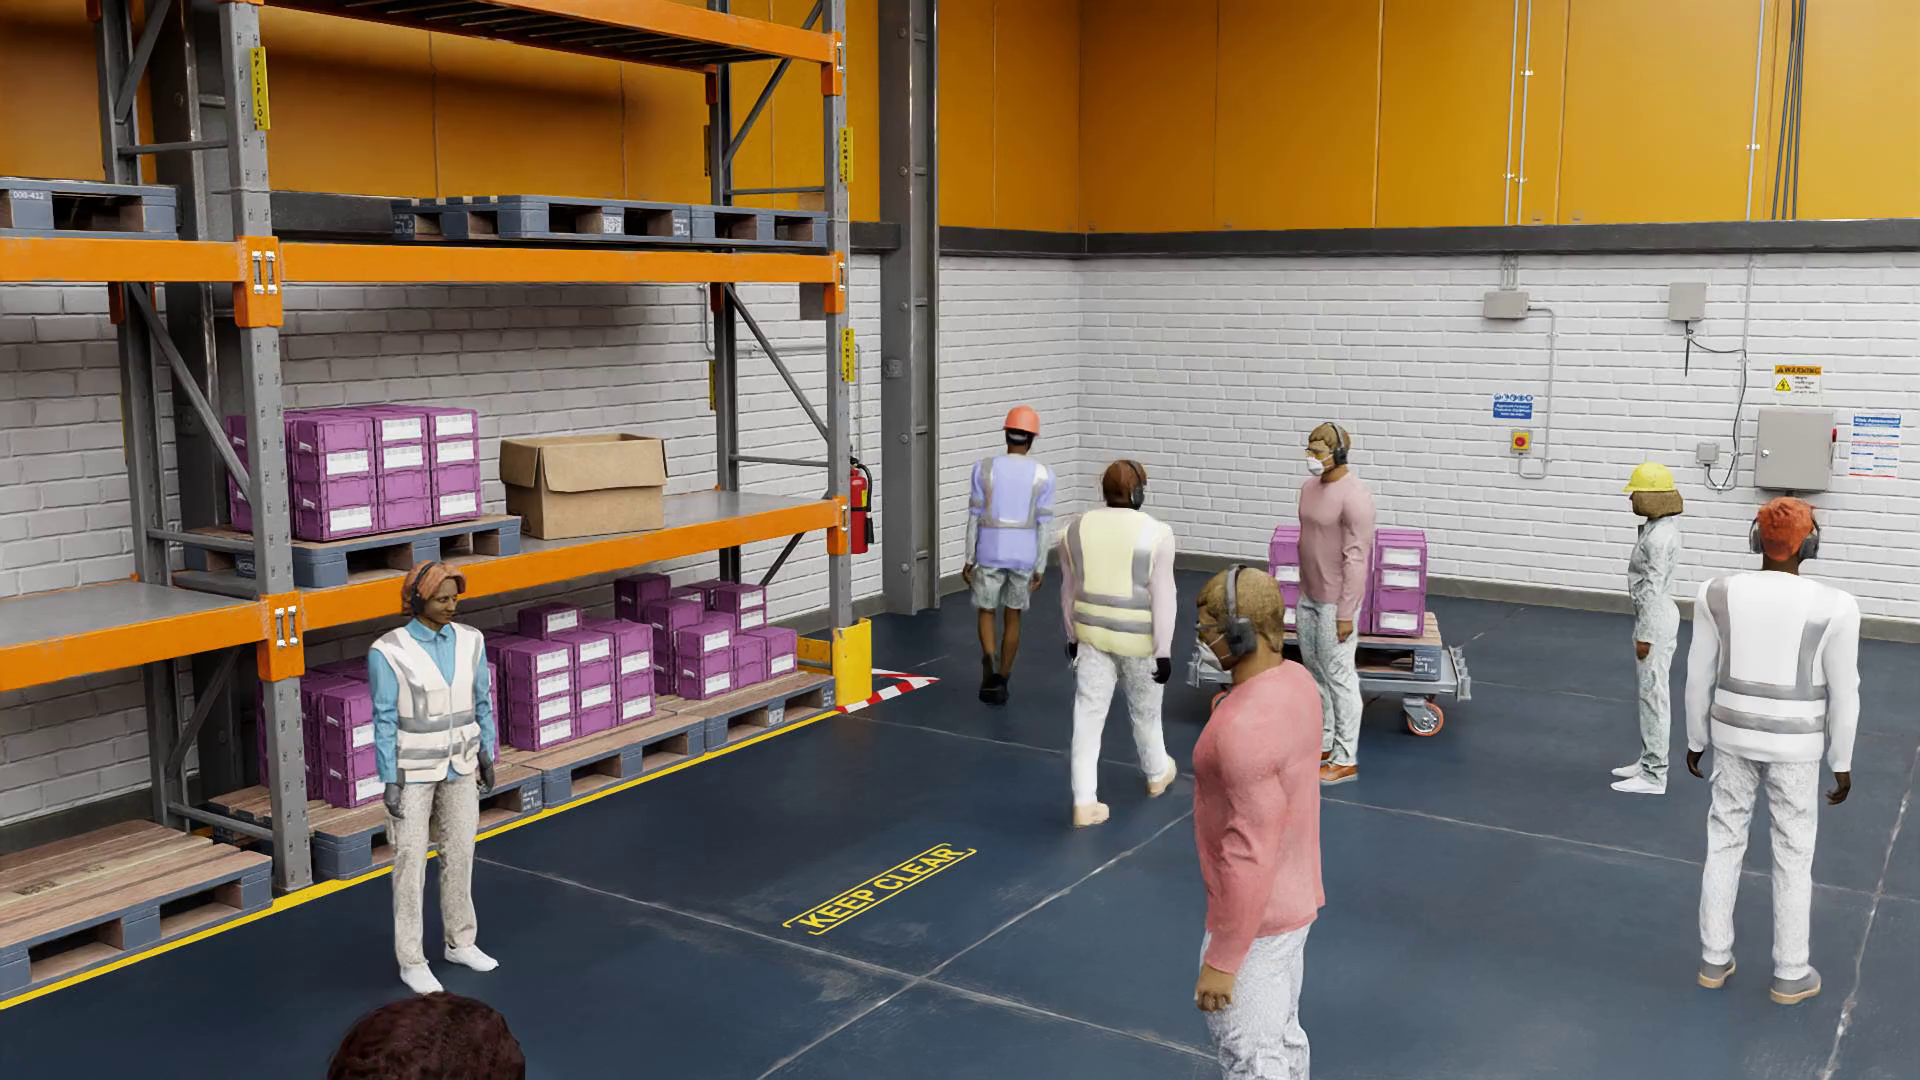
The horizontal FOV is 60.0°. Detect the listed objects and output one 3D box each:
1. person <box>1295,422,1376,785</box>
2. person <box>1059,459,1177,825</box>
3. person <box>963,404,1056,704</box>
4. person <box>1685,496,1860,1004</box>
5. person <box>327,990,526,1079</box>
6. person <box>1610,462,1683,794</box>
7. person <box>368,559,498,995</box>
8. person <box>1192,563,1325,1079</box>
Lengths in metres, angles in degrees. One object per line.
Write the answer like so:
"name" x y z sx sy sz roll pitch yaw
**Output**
"person" 1.979 0.332 8.911 0.358 1.934 0.626 -2 9 -15
"person" 0.813 0.488 8.349 0.650 1.790 0.984 5 10 28
"person" 0.305 0.113 10.402 0.586 1.909 0.582 0 9 1
"person" 3.008 0.773 6.196 0.584 1.883 0.337 7 11 38
"person" -0.515 1.416 1.978 0.423 1.903 0.613 -5 10 -27
"person" 3.603 0.457 8.735 0.320 1.738 0.485 4 10 24
"person" -1.985 0.882 6.311 0.332 1.631 0.516 7 11 37
"person" 0.777 1.018 4.448 0.370 1.934 0.627 4 9 22
